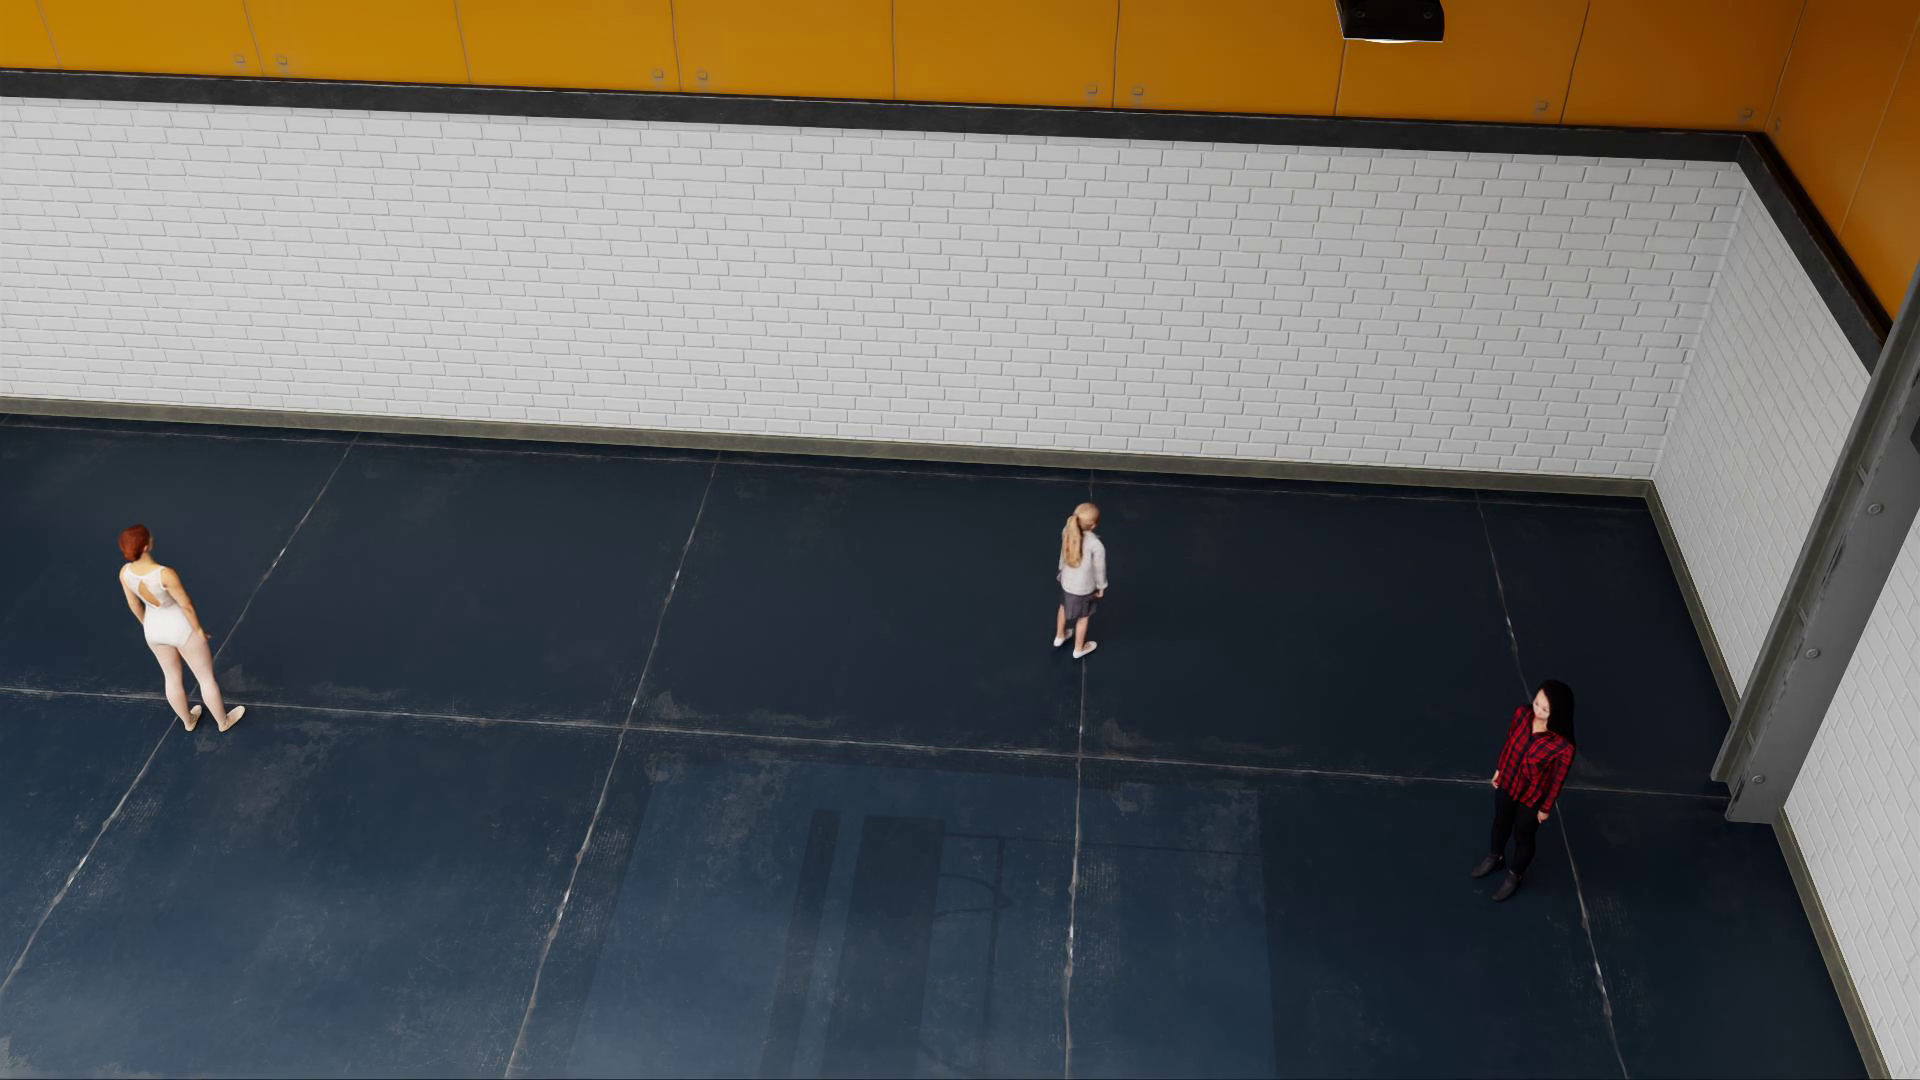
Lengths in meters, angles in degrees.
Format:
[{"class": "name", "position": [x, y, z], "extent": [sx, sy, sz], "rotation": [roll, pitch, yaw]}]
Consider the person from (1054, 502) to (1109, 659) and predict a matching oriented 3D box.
[{"class": "person", "position": [0.792, 0.266, 11.184], "extent": [0.629, 1.274, 0.672], "rotation": [29, 47, 31]}]

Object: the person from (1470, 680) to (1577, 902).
[{"class": "person", "position": [3.234, 1.395, 9.467], "extent": [0.718, 1.652, 0.623], "rotation": [-20, 43, -23]}]

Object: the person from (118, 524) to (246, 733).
[{"class": "person", "position": [-4.979, 0.575, 10.501], "extent": [0.551, 1.643, 0.484], "rotation": [4, 39, 5]}]
